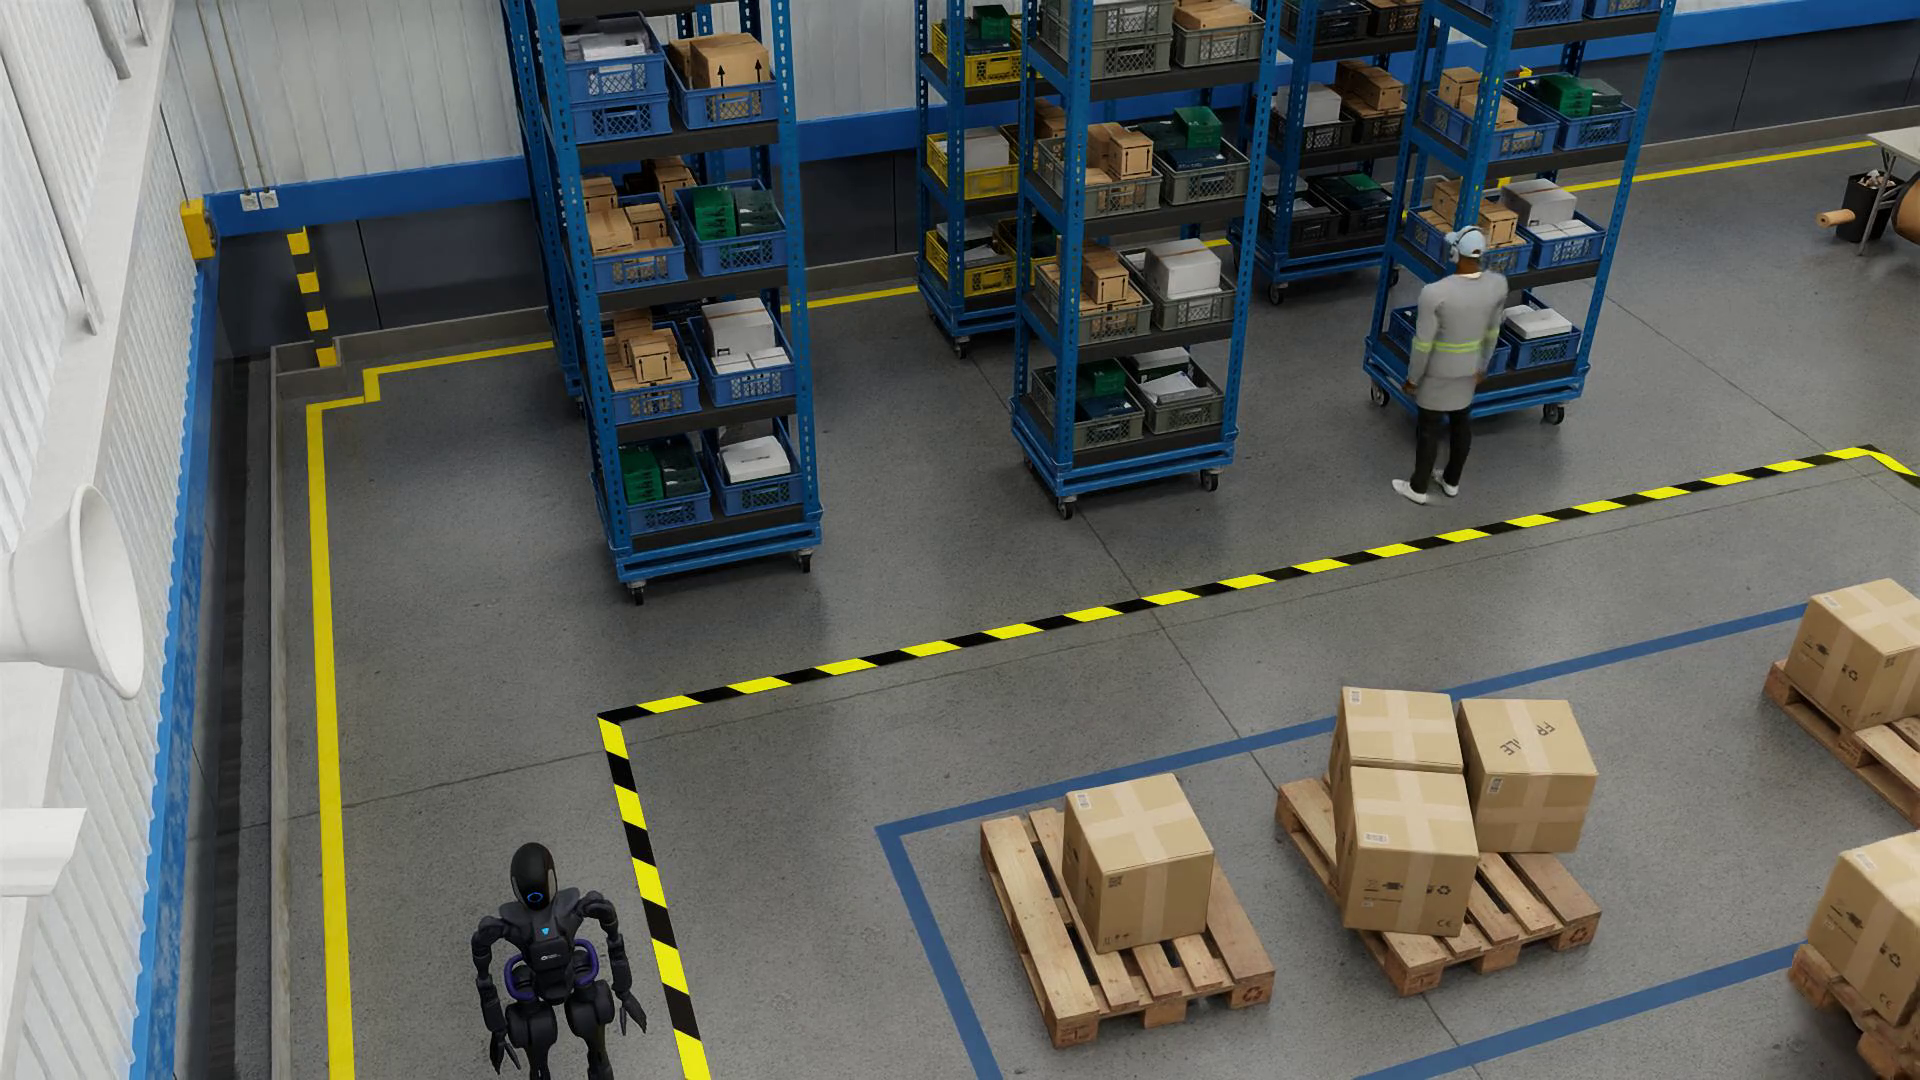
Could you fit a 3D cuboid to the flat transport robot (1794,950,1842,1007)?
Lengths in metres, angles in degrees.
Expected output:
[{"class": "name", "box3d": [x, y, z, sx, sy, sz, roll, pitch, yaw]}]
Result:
[{"class": "flat transport robot", "box3d": [4.299, 2.142, 6.995, 0.652, 0.197, 1.431, -11, 37, -15]}]

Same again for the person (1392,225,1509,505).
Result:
[{"class": "person", "box3d": [2.983, -1.066, 10.193, 0.589, 1.852, 0.398, -9, 36, -13]}]

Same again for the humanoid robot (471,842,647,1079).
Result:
[{"class": "humanoid robot", "box3d": [-1.511, 1.766, 6.317, 0.599, 1.657, 0.315, -12, 37, -17]}]
